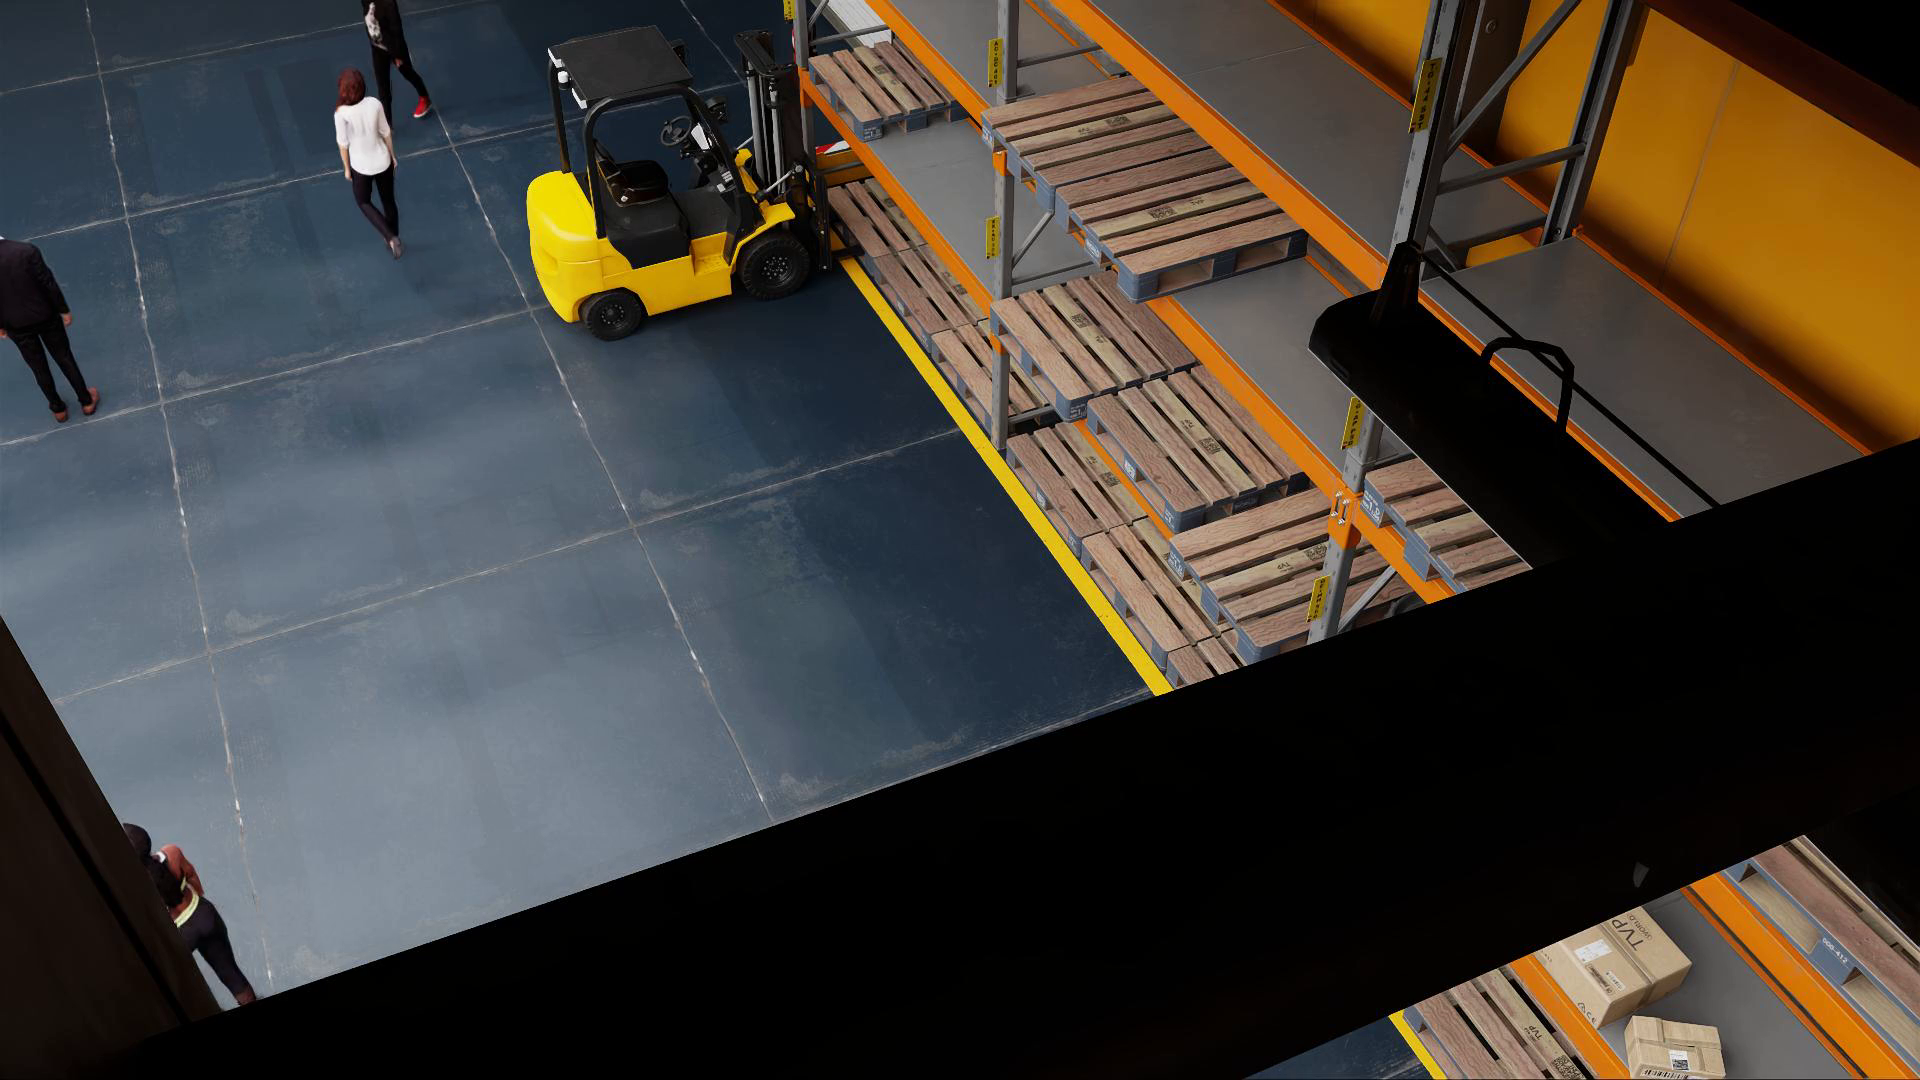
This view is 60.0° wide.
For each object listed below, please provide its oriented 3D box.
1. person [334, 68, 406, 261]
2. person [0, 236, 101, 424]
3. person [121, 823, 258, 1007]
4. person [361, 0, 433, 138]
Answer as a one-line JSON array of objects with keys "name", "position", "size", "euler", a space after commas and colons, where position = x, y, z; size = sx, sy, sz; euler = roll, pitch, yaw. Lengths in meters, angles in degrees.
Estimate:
[{"name": "person", "position": [-4.982, -3.141, 14.192], "size": [0.741, 1.782, 0.874], "euler": [-29, 51, -27]}, {"name": "person", "position": [-7.066, -1.707, 12.614], "size": [0.687, 1.882, 0.523], "euler": [-18, 46, -18]}, {"name": "person", "position": [-3.985, 2.106, 8.731], "size": [1.130, 1.717, 0.936], "euler": [26, 49, 25]}, {"name": "person", "position": [-5.426, -4.755, 15.992], "size": [1.071, 1.636, 1.099], "euler": [17, 46, 17]}]
